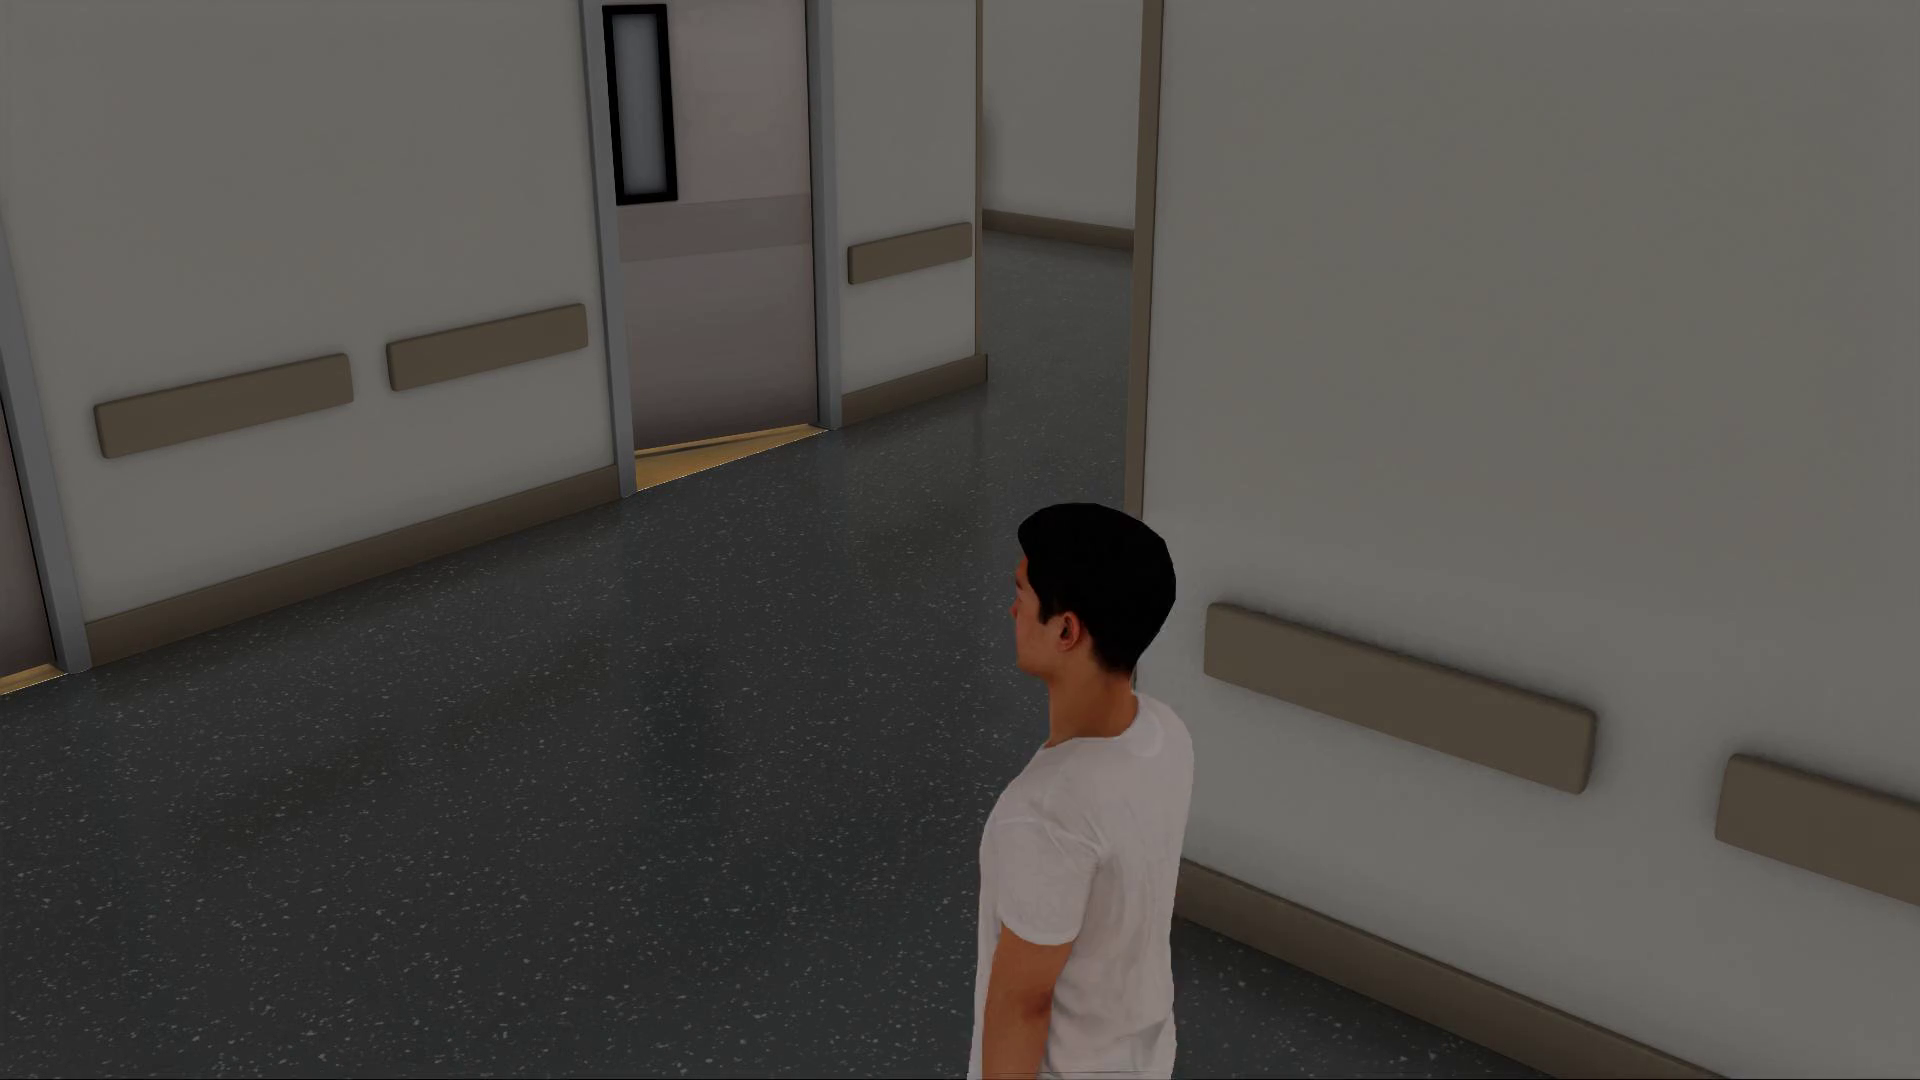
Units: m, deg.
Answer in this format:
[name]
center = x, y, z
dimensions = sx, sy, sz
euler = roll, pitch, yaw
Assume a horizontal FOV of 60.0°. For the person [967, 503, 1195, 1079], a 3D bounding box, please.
[person]
center = 0.228, 0.785, 2.430
dimensions = 0.857, 1.703, 0.956
euler = 9, 23, 22
